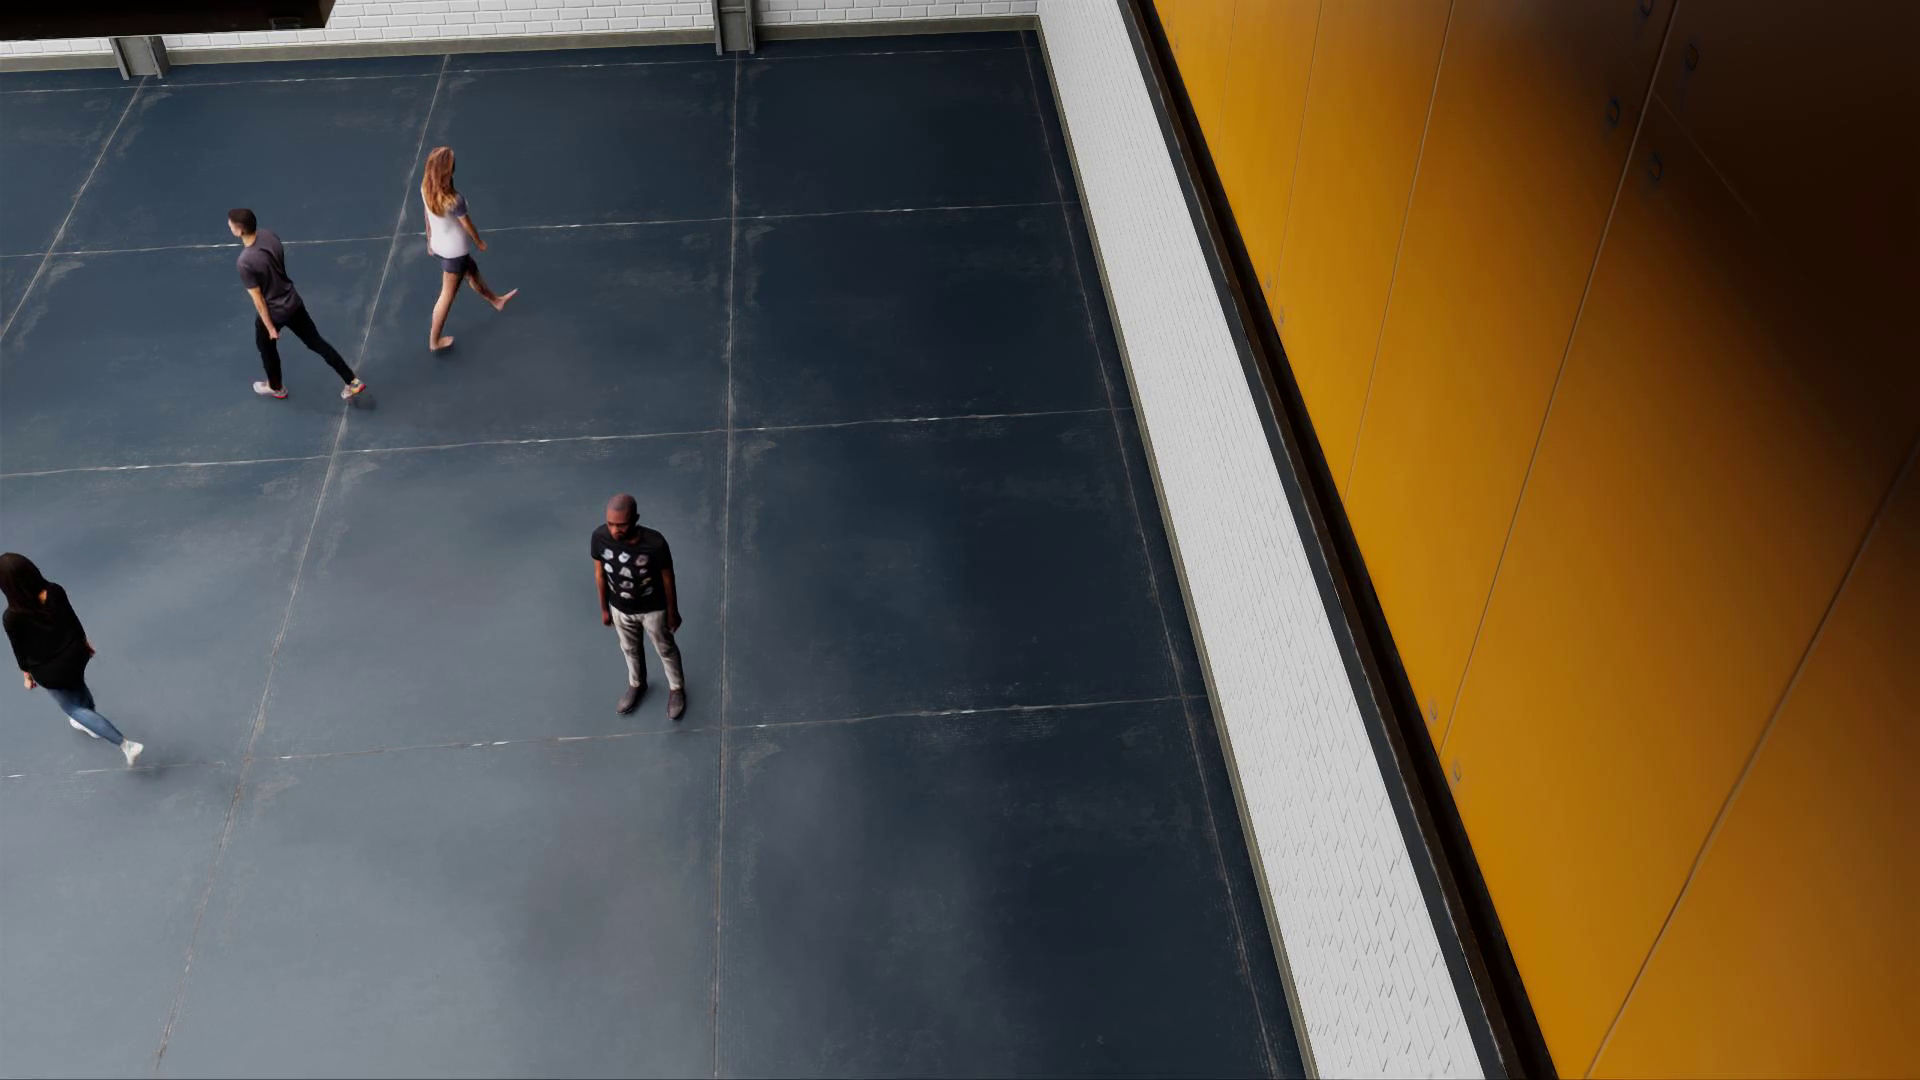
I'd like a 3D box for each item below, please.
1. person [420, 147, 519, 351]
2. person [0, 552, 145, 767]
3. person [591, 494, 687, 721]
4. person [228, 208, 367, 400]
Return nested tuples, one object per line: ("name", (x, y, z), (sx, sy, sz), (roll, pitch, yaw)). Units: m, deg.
("person", (-4.079, -2.231, 13.119), (1.043, 1.664, 1.169), (33, 53, 30))
("person", (-5.377, 0.753, 10.013), (1.074, 1.627, 0.879), (18, 46, 18))
("person", (-1.964, 0.393, 10.264), (0.610, 1.804, 0.779), (7, 44, 7))
("person", (-5.048, -1.725, 12.544), (1.267, 1.724, 0.972), (13, 45, 13))
